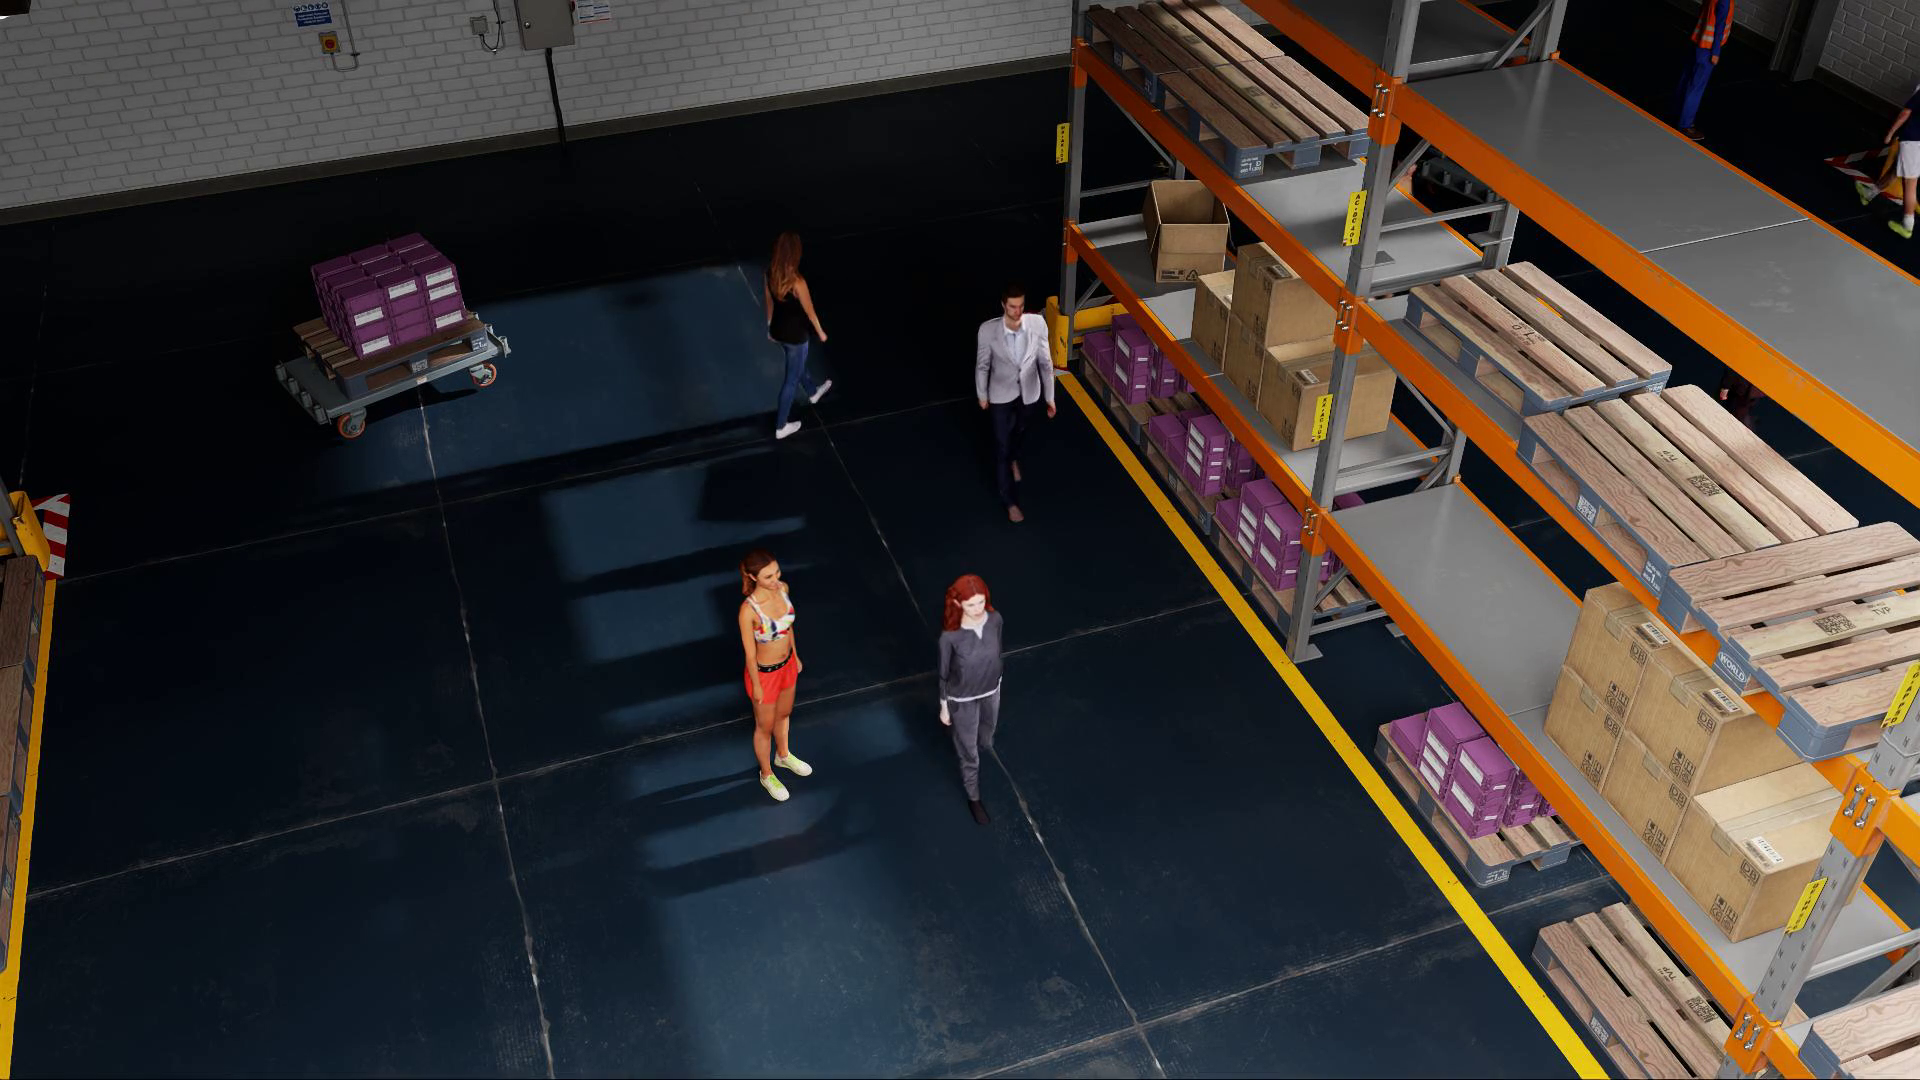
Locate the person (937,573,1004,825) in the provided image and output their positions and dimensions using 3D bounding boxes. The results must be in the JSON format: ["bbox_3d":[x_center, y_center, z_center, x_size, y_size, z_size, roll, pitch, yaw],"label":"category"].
[{"bbox_3d":[0.028,0.871,9.696,0.650,1.761,0.903,-18,42,-21],"label":"person"}]

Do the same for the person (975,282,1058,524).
[{"bbox_3d":[0.376,-1.115,12.149,0.777,1.804,1.200,-9,40,-11],"label":"person"}]

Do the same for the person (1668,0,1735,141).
[{"bbox_3d":[7.643,-5.058,17.038,0.834,1.863,0.693,2,39,3],"label":"person"}]

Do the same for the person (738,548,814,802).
[{"bbox_3d":[-1.117,0.764,9.805,0.725,1.791,0.679,23,44,26],"label":"person"}]

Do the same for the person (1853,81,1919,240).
[{"bbox_3d":[8.898,-3.657,15.343,0.646,1.790,1.105,-13,40,-16],"label":"person"}]

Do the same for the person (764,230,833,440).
[{"bbox_3d":[-1.355,-1.535,12.767,0.891,1.688,0.994,-31,48,-32],"label":"person"}]
